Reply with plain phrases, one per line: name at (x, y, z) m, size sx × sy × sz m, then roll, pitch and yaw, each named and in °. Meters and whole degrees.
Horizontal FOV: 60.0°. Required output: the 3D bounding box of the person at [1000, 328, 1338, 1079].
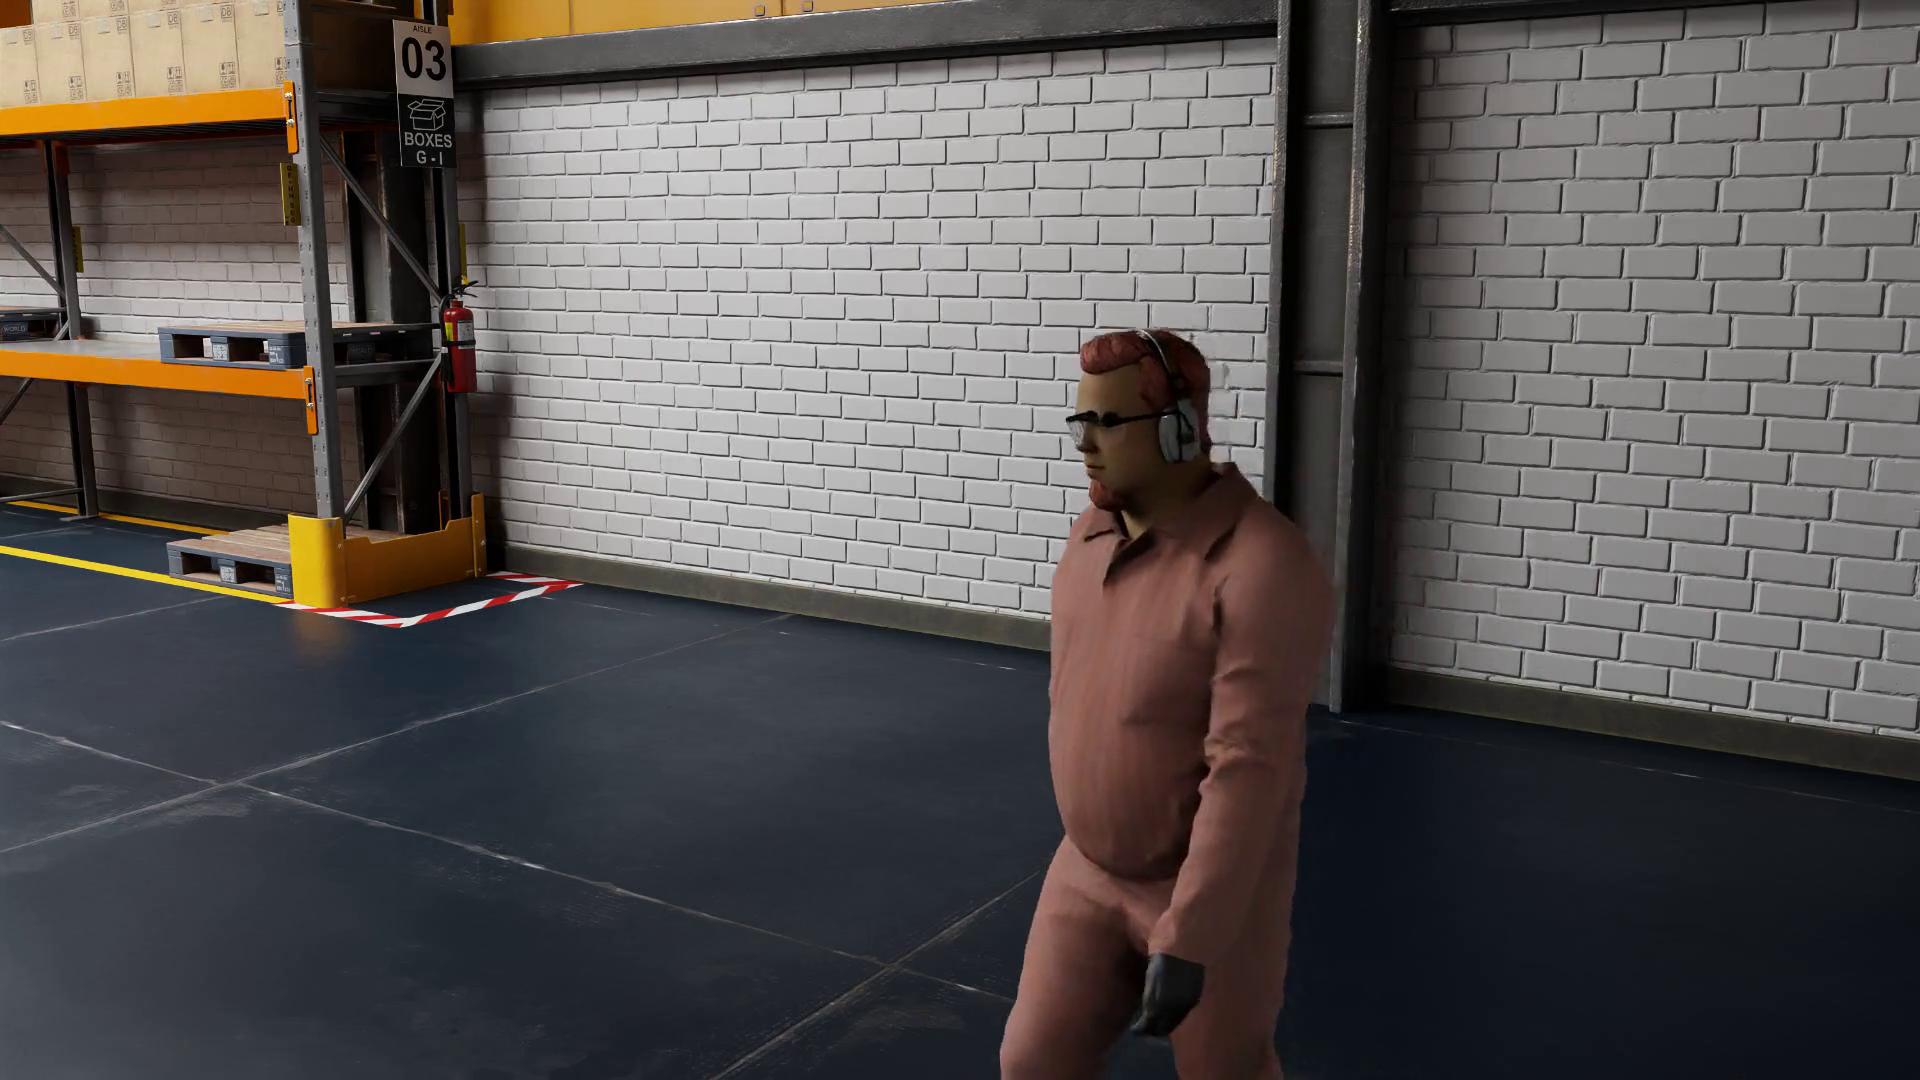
person at (0.283, 0.593, 2.819) m, size 0.746 × 1.877 × 0.640 m, roll -7°, pitch 13°, yaw -36°
